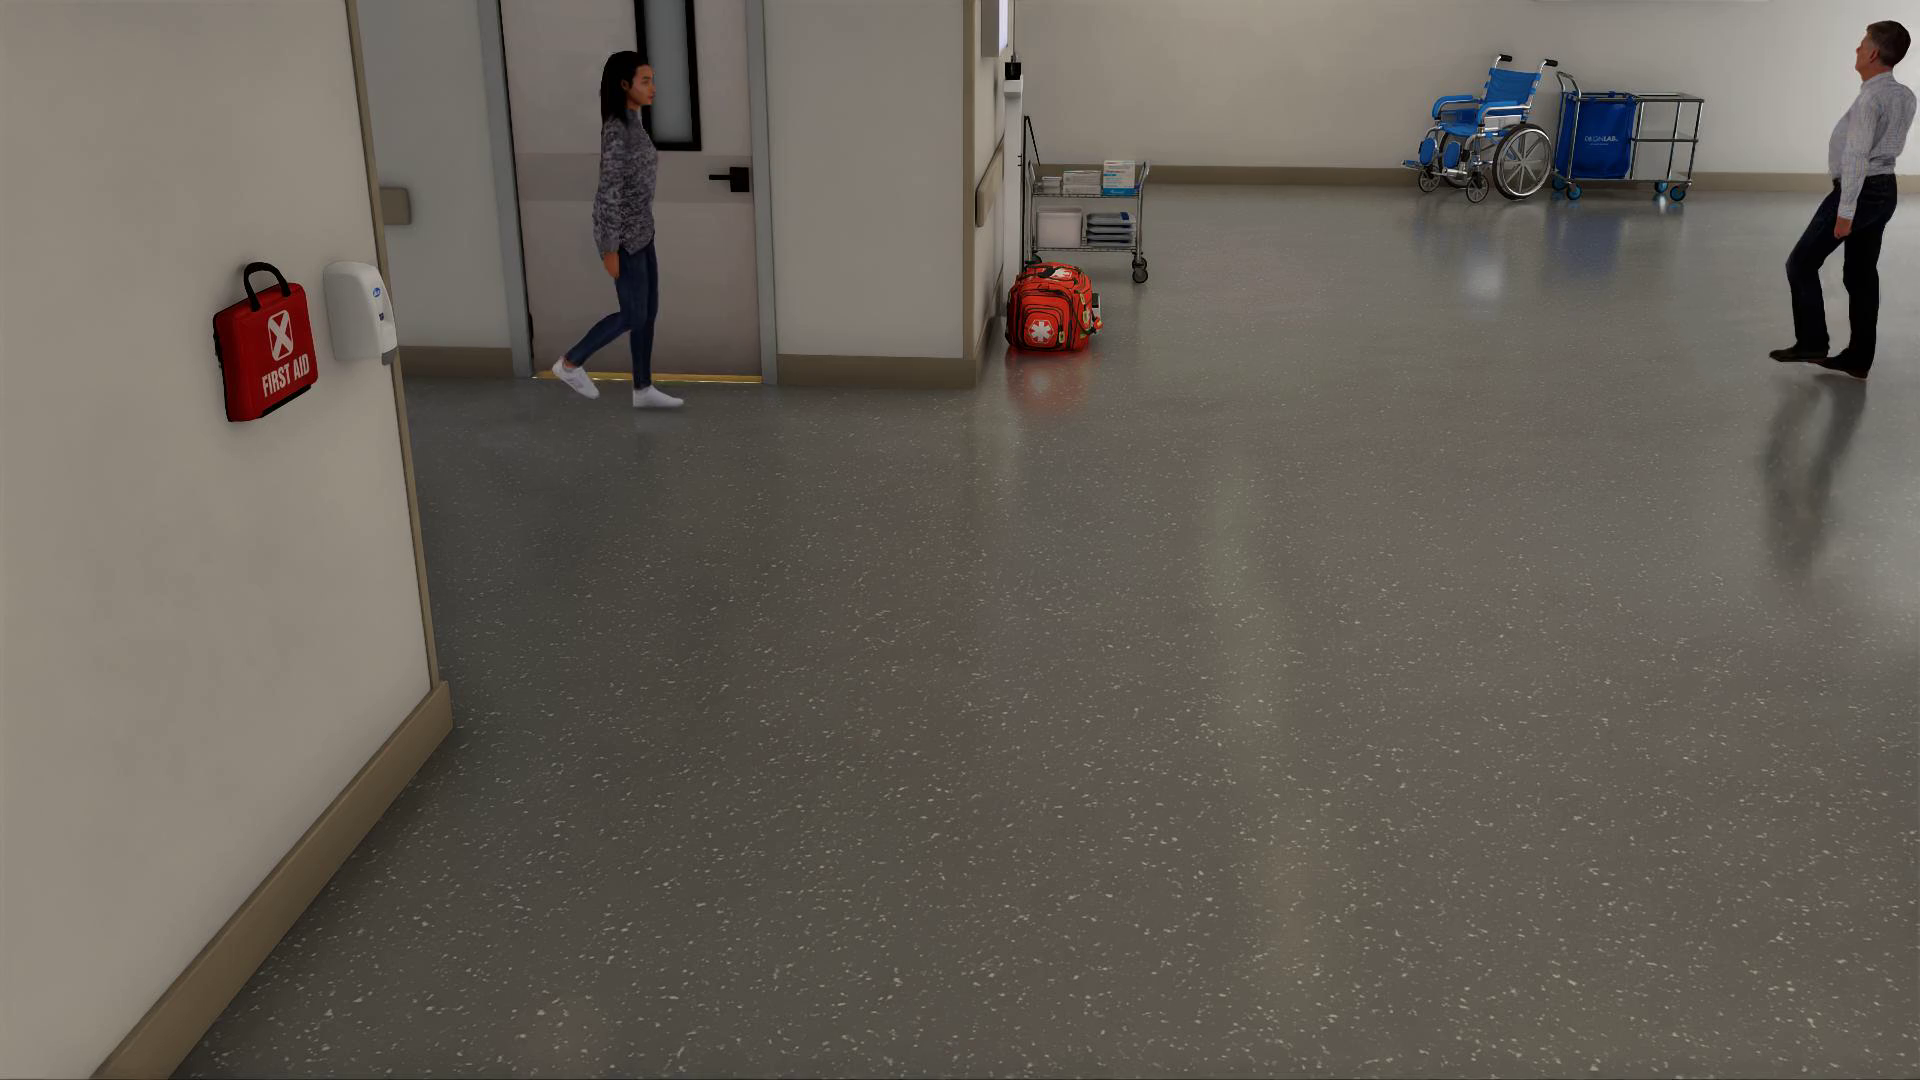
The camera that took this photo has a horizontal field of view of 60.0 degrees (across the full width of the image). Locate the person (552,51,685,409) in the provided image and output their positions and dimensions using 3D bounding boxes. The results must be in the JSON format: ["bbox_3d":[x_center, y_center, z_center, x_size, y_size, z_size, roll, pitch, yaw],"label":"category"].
[{"bbox_3d":[-1.675,-1.436,7.943,0.766,1.713,0.791,-1,21,-2],"label":"person"}]

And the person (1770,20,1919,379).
[{"bbox_3d":[4.711,-1.723,8.573,0.854,1.802,0.910,-15,25,-34],"label":"person"}]
